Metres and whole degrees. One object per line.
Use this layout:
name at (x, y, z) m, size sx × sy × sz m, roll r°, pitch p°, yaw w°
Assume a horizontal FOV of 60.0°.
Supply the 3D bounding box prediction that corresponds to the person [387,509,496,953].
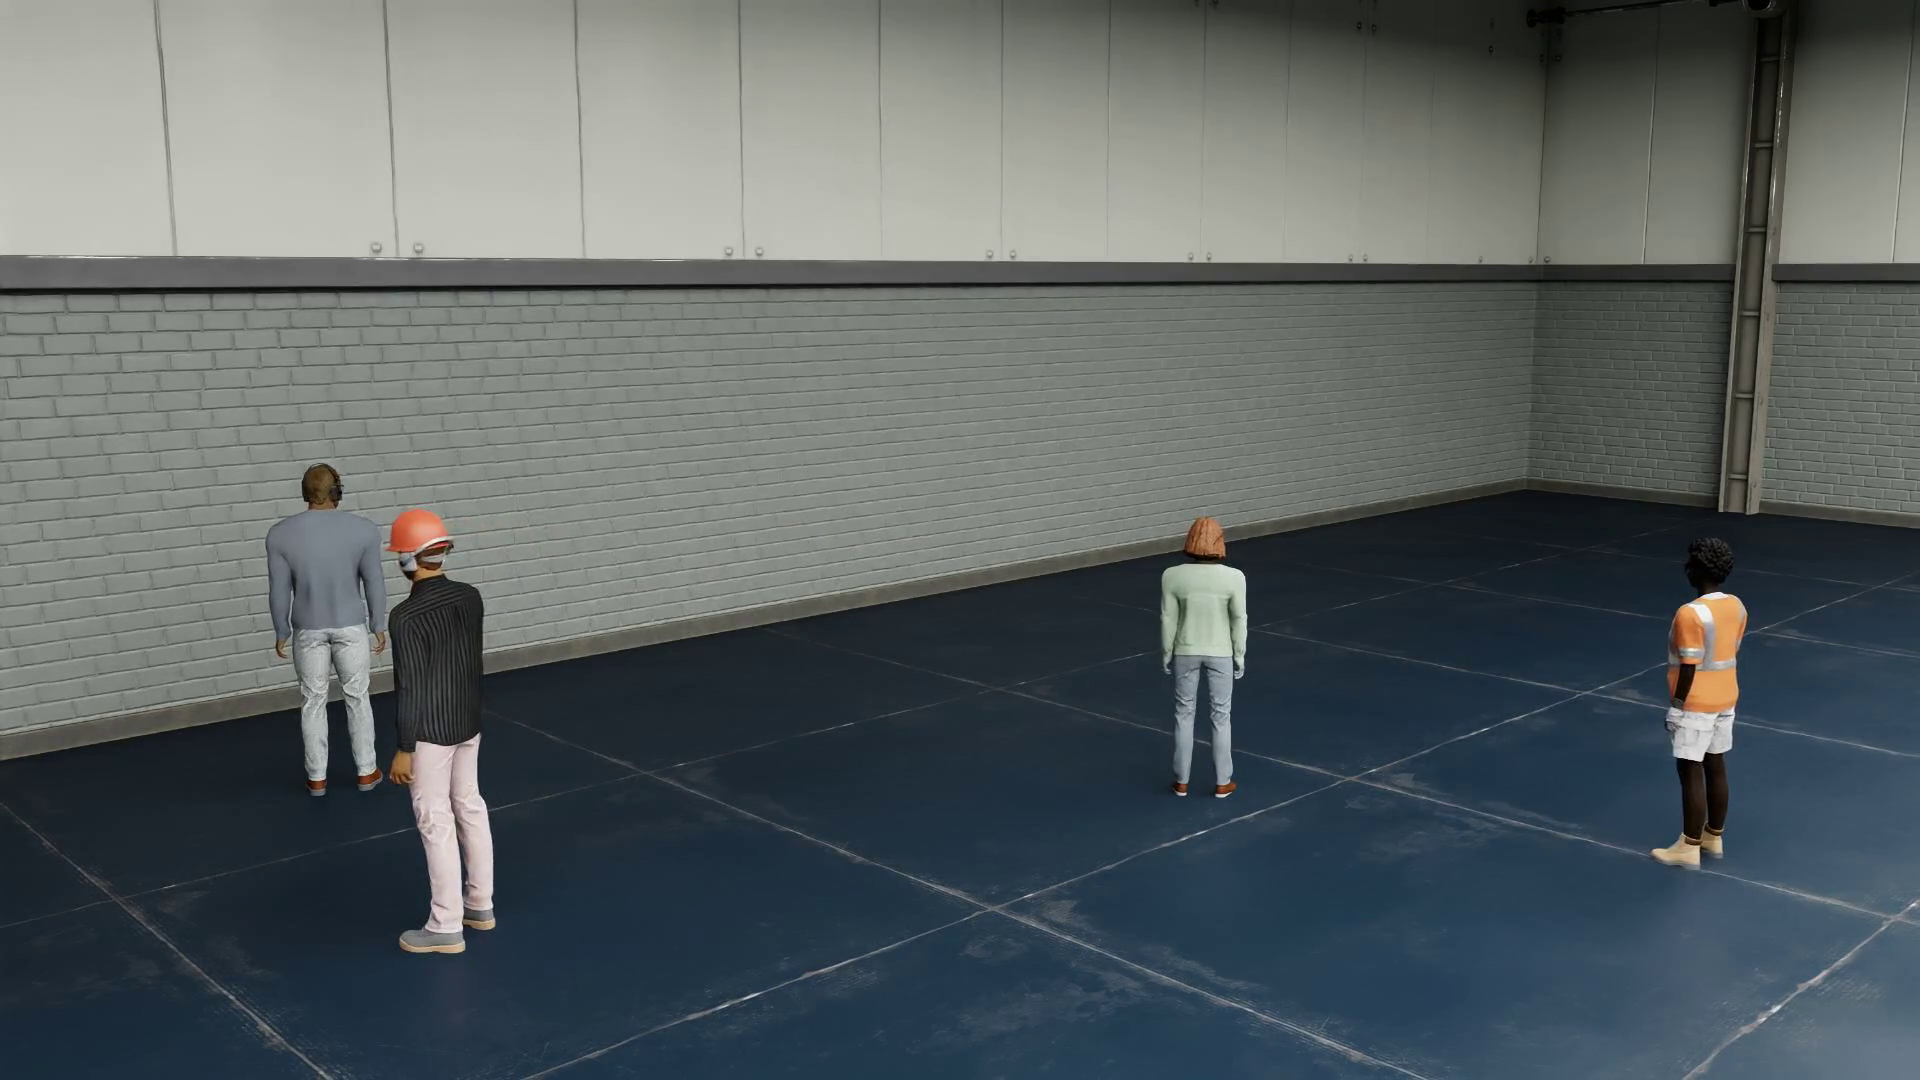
person at (-2.353, 0.848, 7.455) m, size 0.396 × 1.990 × 0.621 m, roll 3°, pitch 10°, yaw 16°

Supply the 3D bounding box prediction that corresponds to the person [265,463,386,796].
person at (-3.662, 0.520, 9.668) m, size 0.635 × 1.935 × 0.350 m, roll -3°, pitch 10°, yaw -18°

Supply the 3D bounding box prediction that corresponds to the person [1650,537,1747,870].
person at (3.779, 0.828, 8.496) m, size 0.541 × 1.695 × 0.315 m, roll -7°, pitch 12°, yaw -38°

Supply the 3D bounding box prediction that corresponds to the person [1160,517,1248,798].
person at (1.406, 0.679, 9.615) m, size 0.497 × 1.633 × 0.284 m, roll 2°, pitch 9°, yaw 12°
